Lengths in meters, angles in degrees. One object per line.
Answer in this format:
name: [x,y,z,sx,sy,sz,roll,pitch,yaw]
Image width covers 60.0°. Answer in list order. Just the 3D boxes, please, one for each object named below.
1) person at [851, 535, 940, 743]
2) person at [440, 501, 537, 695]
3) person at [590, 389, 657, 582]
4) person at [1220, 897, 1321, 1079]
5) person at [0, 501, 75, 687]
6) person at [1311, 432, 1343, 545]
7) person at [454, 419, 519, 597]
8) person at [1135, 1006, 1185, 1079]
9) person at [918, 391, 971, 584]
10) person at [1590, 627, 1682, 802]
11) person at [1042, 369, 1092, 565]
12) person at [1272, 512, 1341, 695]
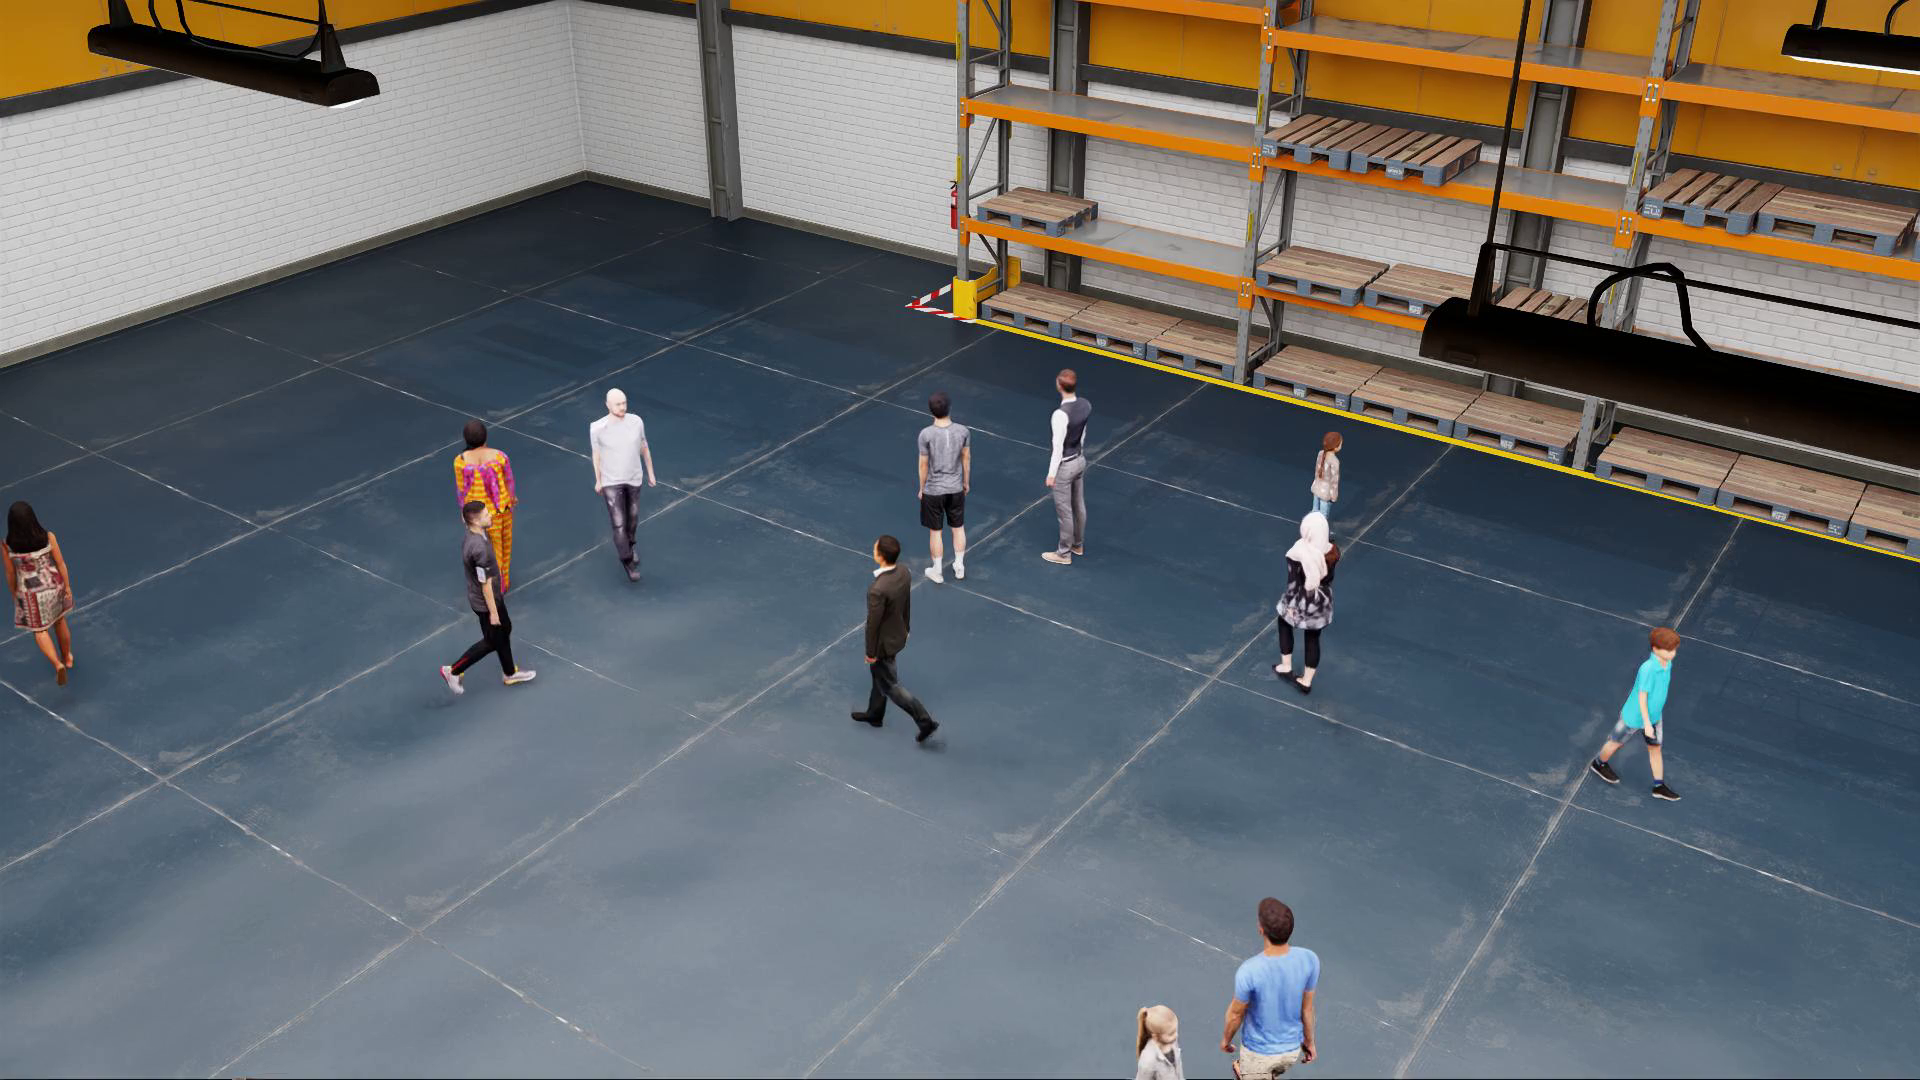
person: [-0.498,0.791,12.983,1.111,1.781,0.799,13,31,22]
person: [-3.938,0.501,13.554,1.046,1.744,1.036,-9,30,-16]
person: [-3.159,-0.580,15.472,0.937,1.805,1.134,-16,32,-27]
person: [1.753,2.854,9.156,1.073,1.825,1.219,-8,30,-15]
person: [-7.593,0.460,13.750,0.841,1.627,1.049,-19,34,-30]
person: [3.495,-0.497,15.956,0.608,1.195,0.526,-11,30,-19]
person: [-4.299,-0.277,15.084,0.999,1.644,1.045,-3,29,-5]
person: [1.030,3.081,9.330,0.853,1.258,0.531,17,33,28]
person: [-0.144,-0.476,15.209,0.738,1.873,0.770,-8,30,-15]
person: [5.076,1.258,12.510,0.781,1.415,1.005,-15,32,-26]
person: [1.017,-0.699,15.546,0.576,1.942,0.666,22,35,34]
person: [2.892,0.542,13.604,0.796,1.622,0.853,-7,29,-13]
